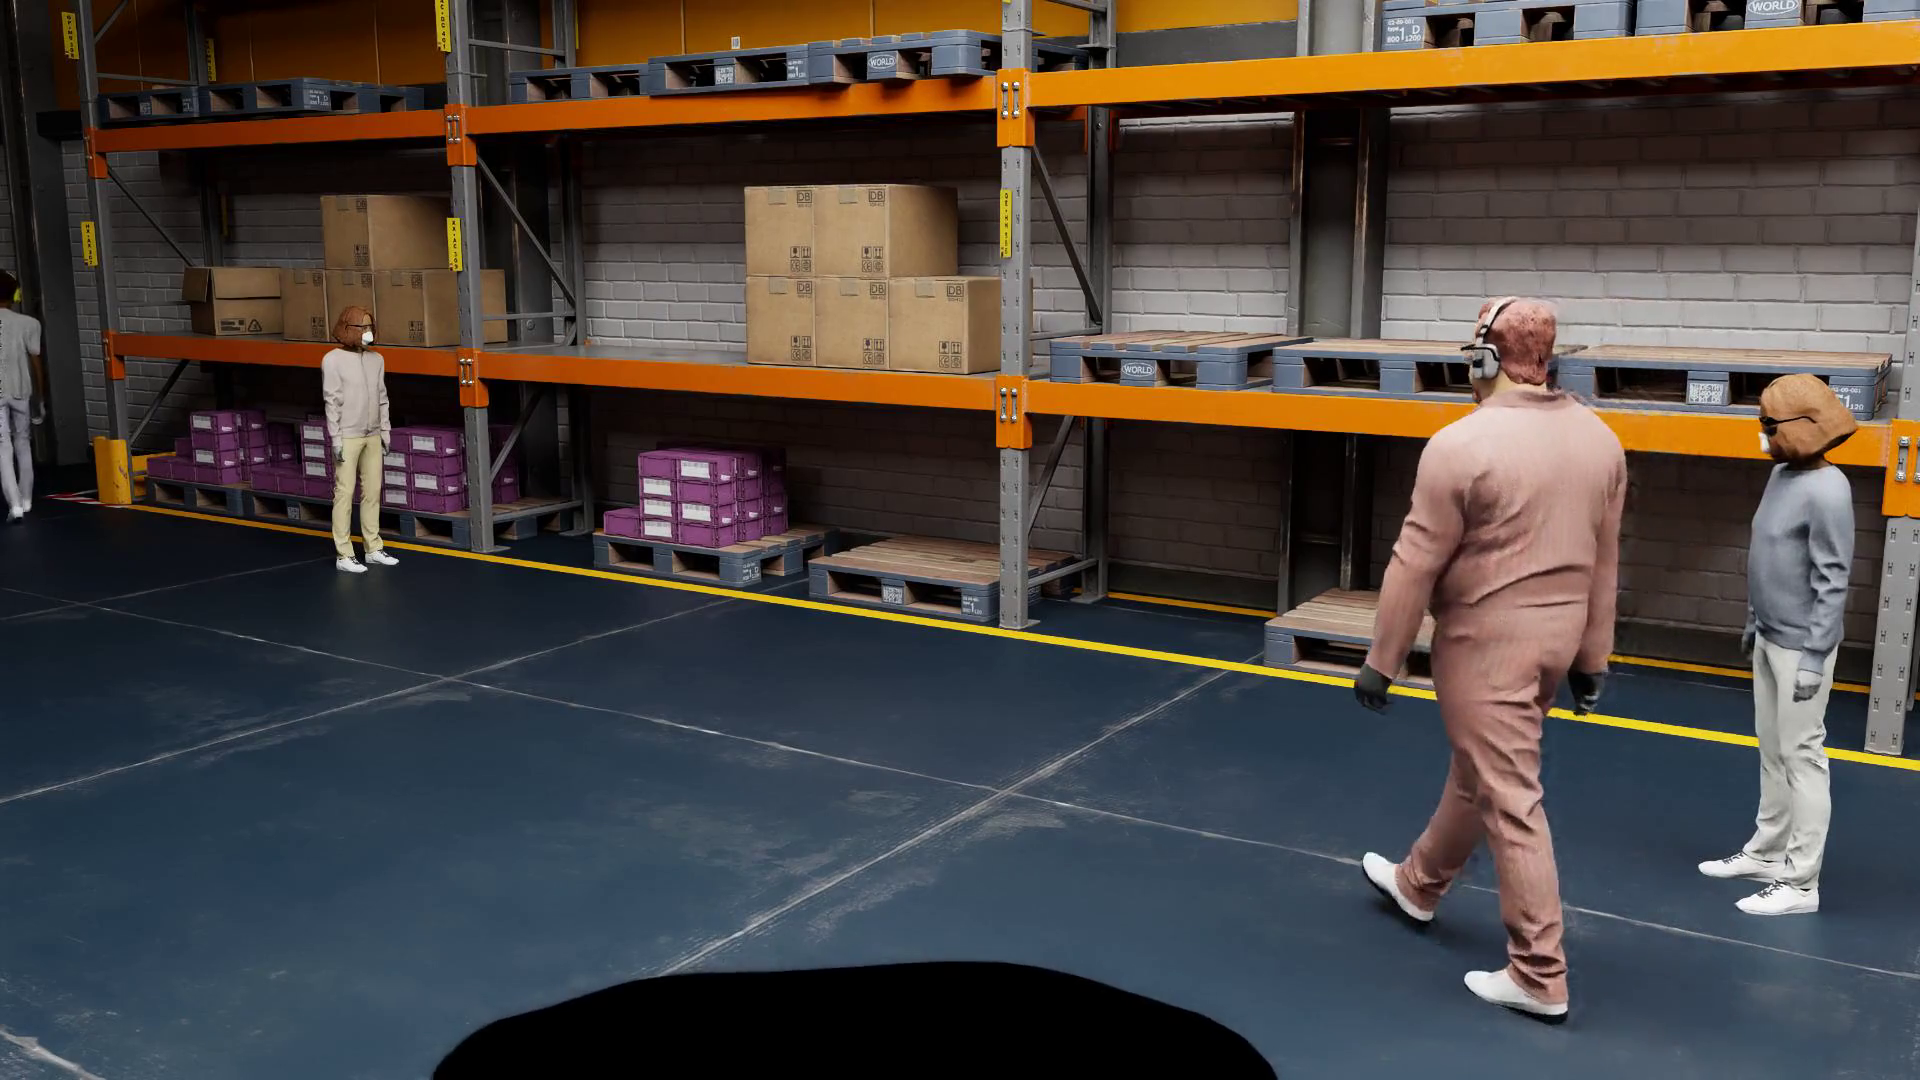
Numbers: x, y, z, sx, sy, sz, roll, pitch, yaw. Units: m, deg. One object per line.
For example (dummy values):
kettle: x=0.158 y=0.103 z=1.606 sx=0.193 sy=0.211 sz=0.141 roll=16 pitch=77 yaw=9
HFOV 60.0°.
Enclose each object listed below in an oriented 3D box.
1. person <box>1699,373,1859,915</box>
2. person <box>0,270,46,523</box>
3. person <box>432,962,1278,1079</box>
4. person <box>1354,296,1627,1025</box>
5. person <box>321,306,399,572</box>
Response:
person: x=2.492 y=0.314 z=5.017 sx=0.285 sy=1.633 sz=0.498 roll=1 pitch=10 yaw=7
person: x=-6.910 y=-1.044 z=12.073 sx=0.503 sy=1.819 sz=1.011 roll=-7 pitch=12 yaw=-34
person: x=-0.082 y=0.891 z=1.034 sx=0.596 sy=1.916 sz=0.372 roll=-1 pitch=10 yaw=-4
person: x=1.370 y=0.284 z=4.523 sx=0.668 sy=1.862 sz=0.950 roll=-6 pitch=12 yaw=-30
person: x=-3.694 y=-0.621 z=10.224 sx=0.277 sy=1.629 sz=0.497 roll=5 pitch=11 yaw=25
